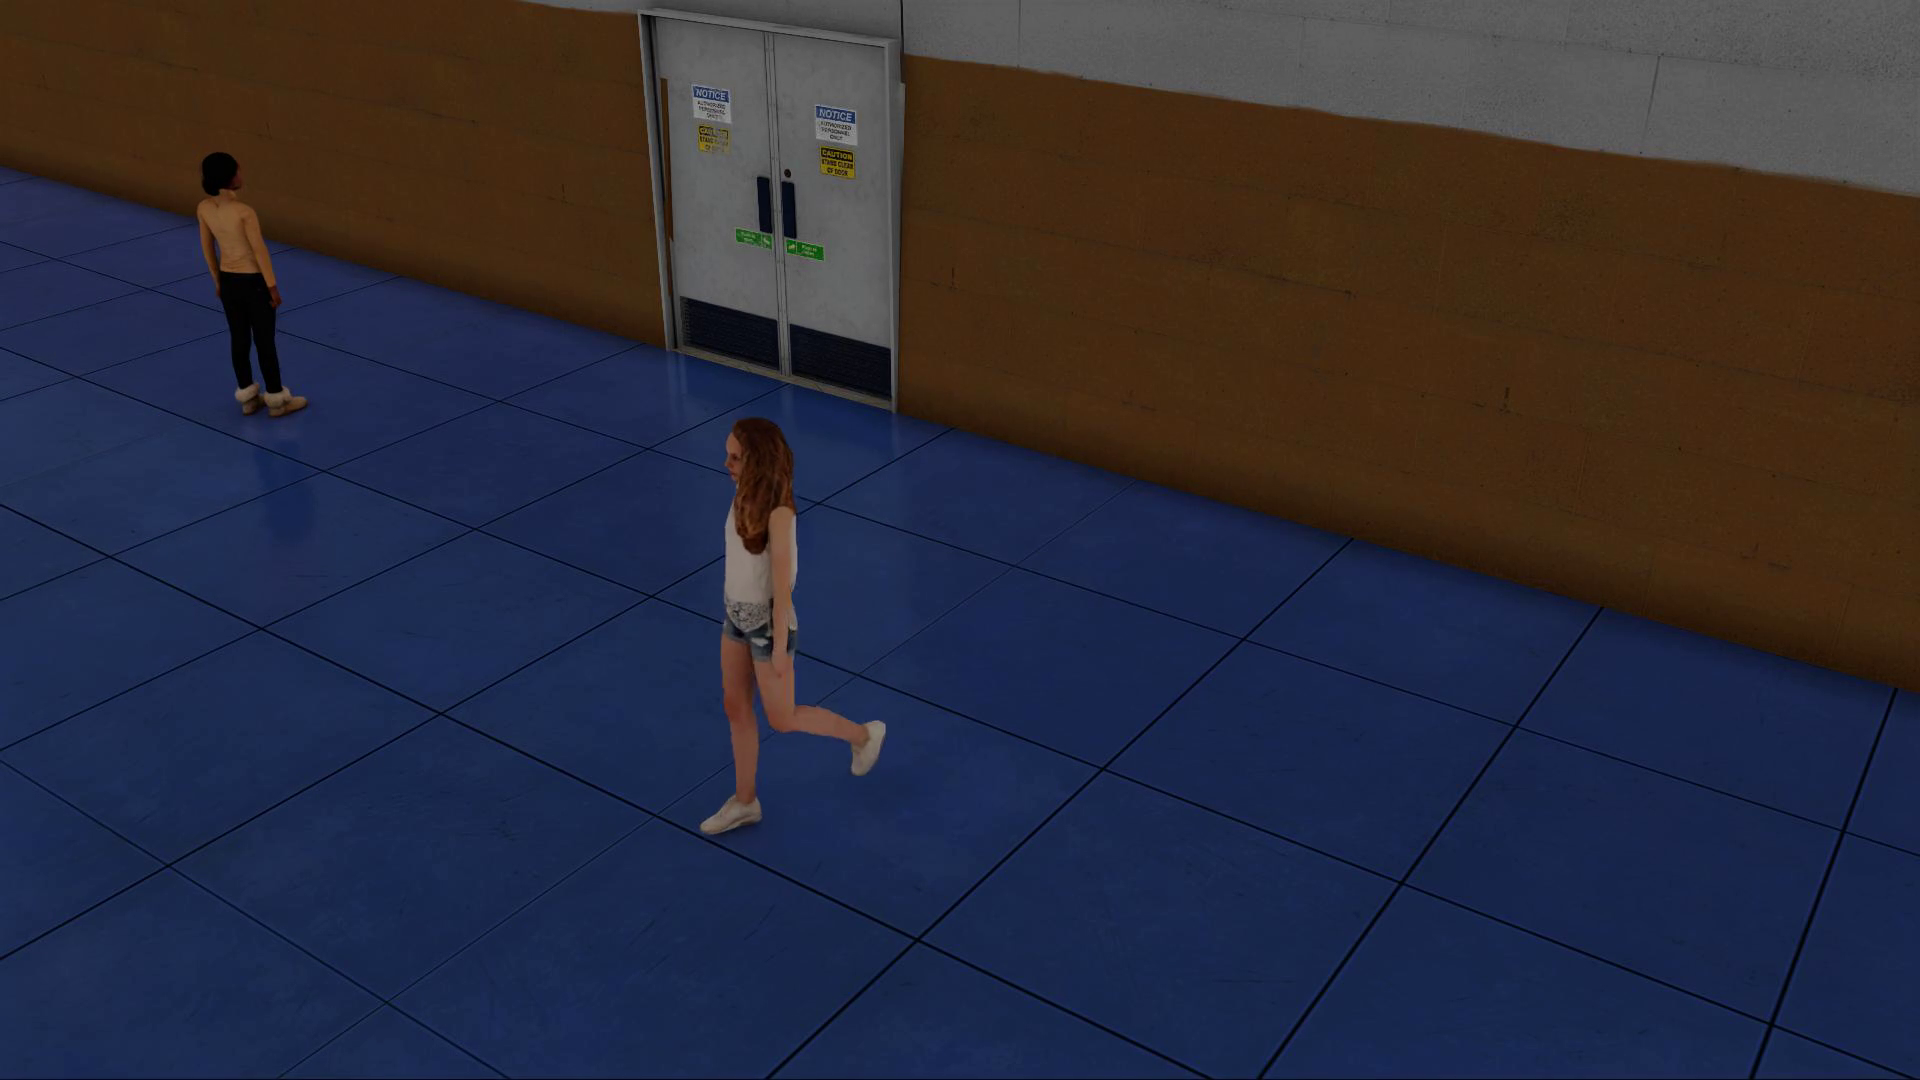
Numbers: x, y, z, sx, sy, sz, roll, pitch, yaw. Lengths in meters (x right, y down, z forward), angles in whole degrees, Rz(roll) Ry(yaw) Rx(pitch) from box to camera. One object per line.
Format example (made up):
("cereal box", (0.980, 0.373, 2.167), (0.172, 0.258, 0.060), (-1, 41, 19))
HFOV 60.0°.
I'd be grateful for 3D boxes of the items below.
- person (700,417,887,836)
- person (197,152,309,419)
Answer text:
("person", (-0.674, 0.336, 6.425), (1.115, 1.737, 0.874), (-14, 30, -25))
("person", (-4.427, -1.573, 10.274), (0.666, 1.659, 0.642), (8, 28, 15))
